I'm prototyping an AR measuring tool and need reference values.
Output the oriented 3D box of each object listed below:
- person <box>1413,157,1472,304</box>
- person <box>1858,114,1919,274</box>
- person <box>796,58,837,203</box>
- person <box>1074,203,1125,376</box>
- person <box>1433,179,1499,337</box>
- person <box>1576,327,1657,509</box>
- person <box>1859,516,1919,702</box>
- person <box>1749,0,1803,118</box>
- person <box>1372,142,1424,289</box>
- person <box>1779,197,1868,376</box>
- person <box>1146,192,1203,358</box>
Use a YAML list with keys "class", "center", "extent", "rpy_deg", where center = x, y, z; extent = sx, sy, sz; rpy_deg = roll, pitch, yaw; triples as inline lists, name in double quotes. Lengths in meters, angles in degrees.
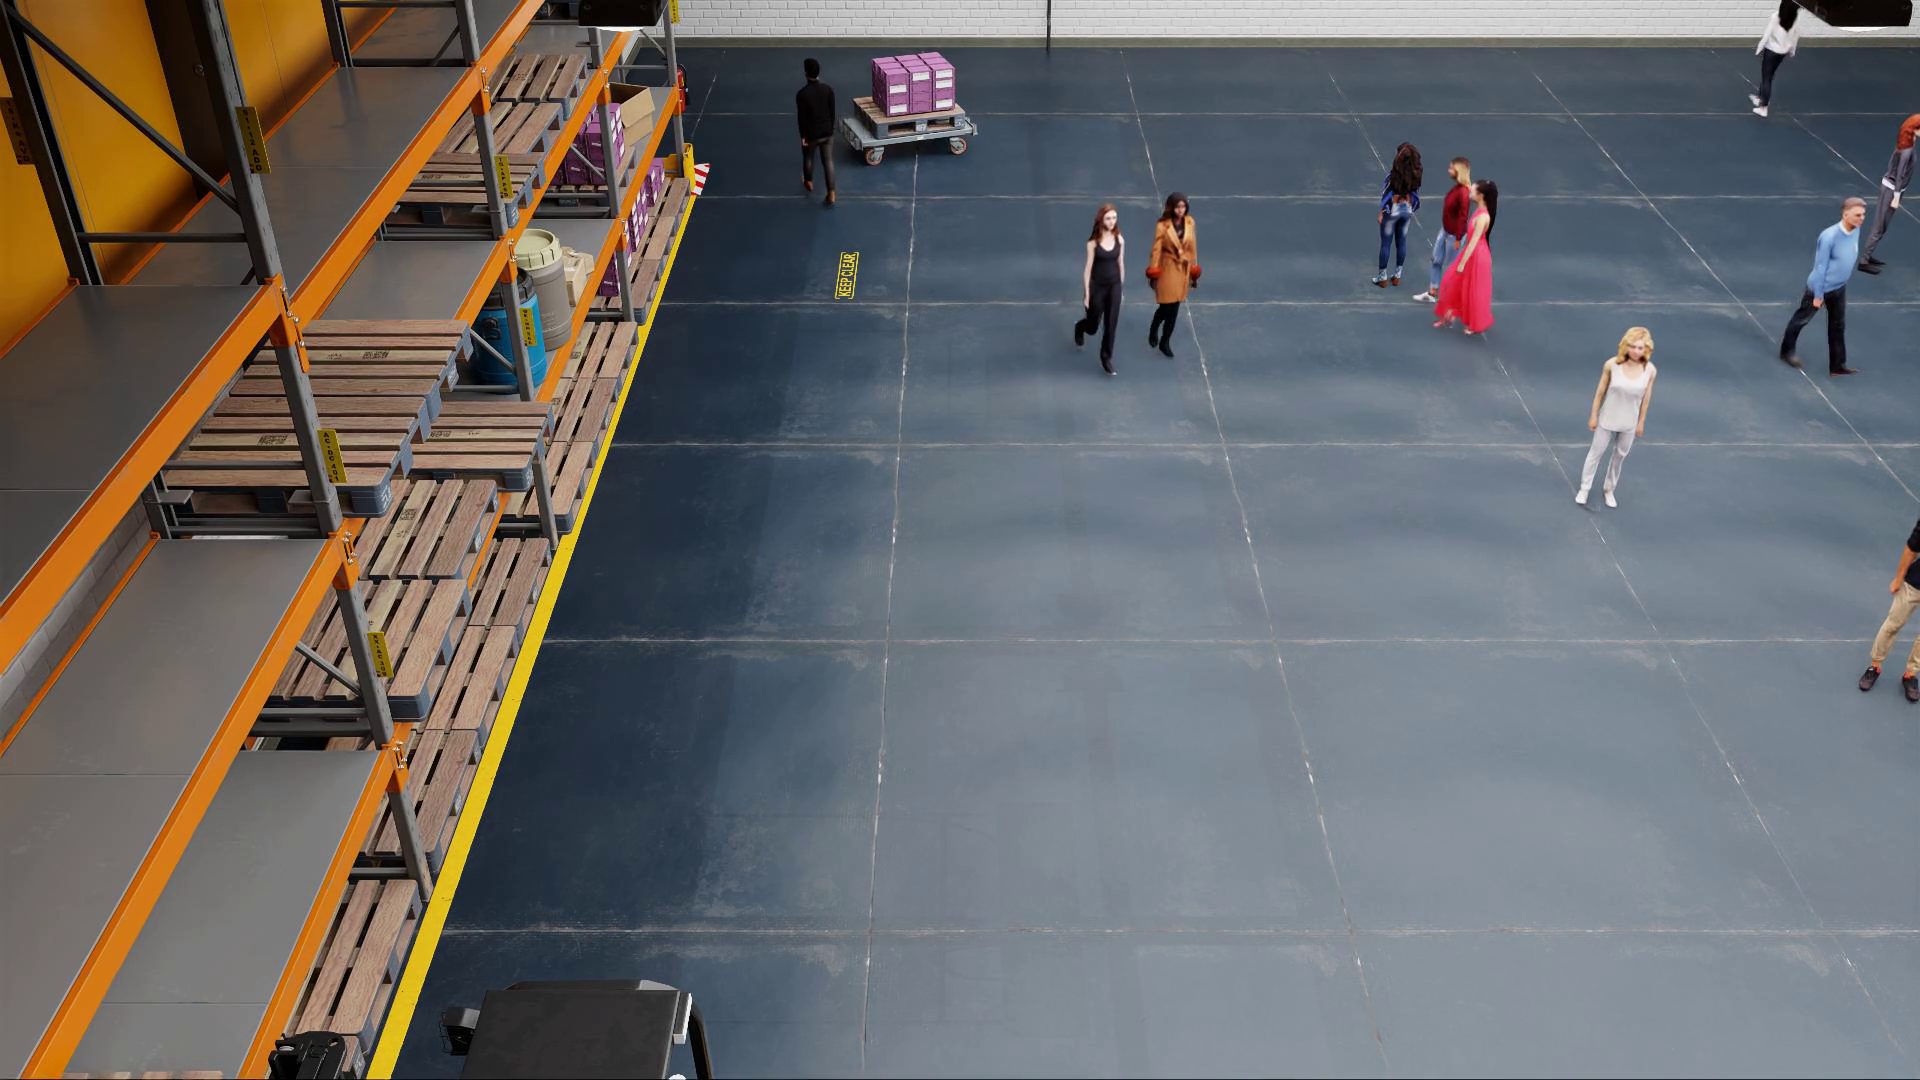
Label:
- class: "person"
  center: [5.239, -3.205, 17.412]
  extent: [0.669, 1.609, 0.906]
  rpy_deg: [0, 34, 0]
- class: "person"
  center: [10.151, -3.785, 18.130]
  extent: [0.716, 1.780, 0.594]
  rpy_deg: [14, 36, 20]
- class: "person"
  center: [-1.662, -4.837, 19.796]
  extent: [0.881, 1.688, 1.167]
  rpy_deg: [-11, 35, -16]
- class: "person"
  center: [1.359, -2.484, 16.219]
  extent: [0.811, 1.730, 1.021]
  rpy_deg: [-13, 36, -19]
- class: "person"
  center: [5.265, -2.788, 16.702]
  extent: [0.788, 1.700, 0.835]
  rpy_deg: [10, 35, 15]
- class: "person"
  center: [5.593, -1.051, 14.116]
  extent: [0.654, 1.669, 0.623]
  rpy_deg: [8, 34, 12]
- class: "person"
  center: [6.945, 0.310, 11.898]
  extent: [0.702, 1.860, 0.672]
  rpy_deg: [14, 36, 20]
- class: "person"
  center: [11.016, -6.540, 22.360]
  extent: [0.750, 1.684, 0.915]
  rpy_deg: [-7, 34, -10]
- class: "person"
  center: [4.689, -3.502, 17.851]
  extent: [0.671, 1.618, 0.635]
  rpy_deg: [-8, 35, -12]
- class: "person"
  center: [8.377, -2.516, 16.220]
  extent: [0.964, 1.780, 1.165]
  rpy_deg: [-14, 36, -20]
- class: "person"
  center: [2.062, -2.651, 16.487]
  extent: [0.812, 1.710, 0.816]
  rpy_deg: [-12, 35, -17]
